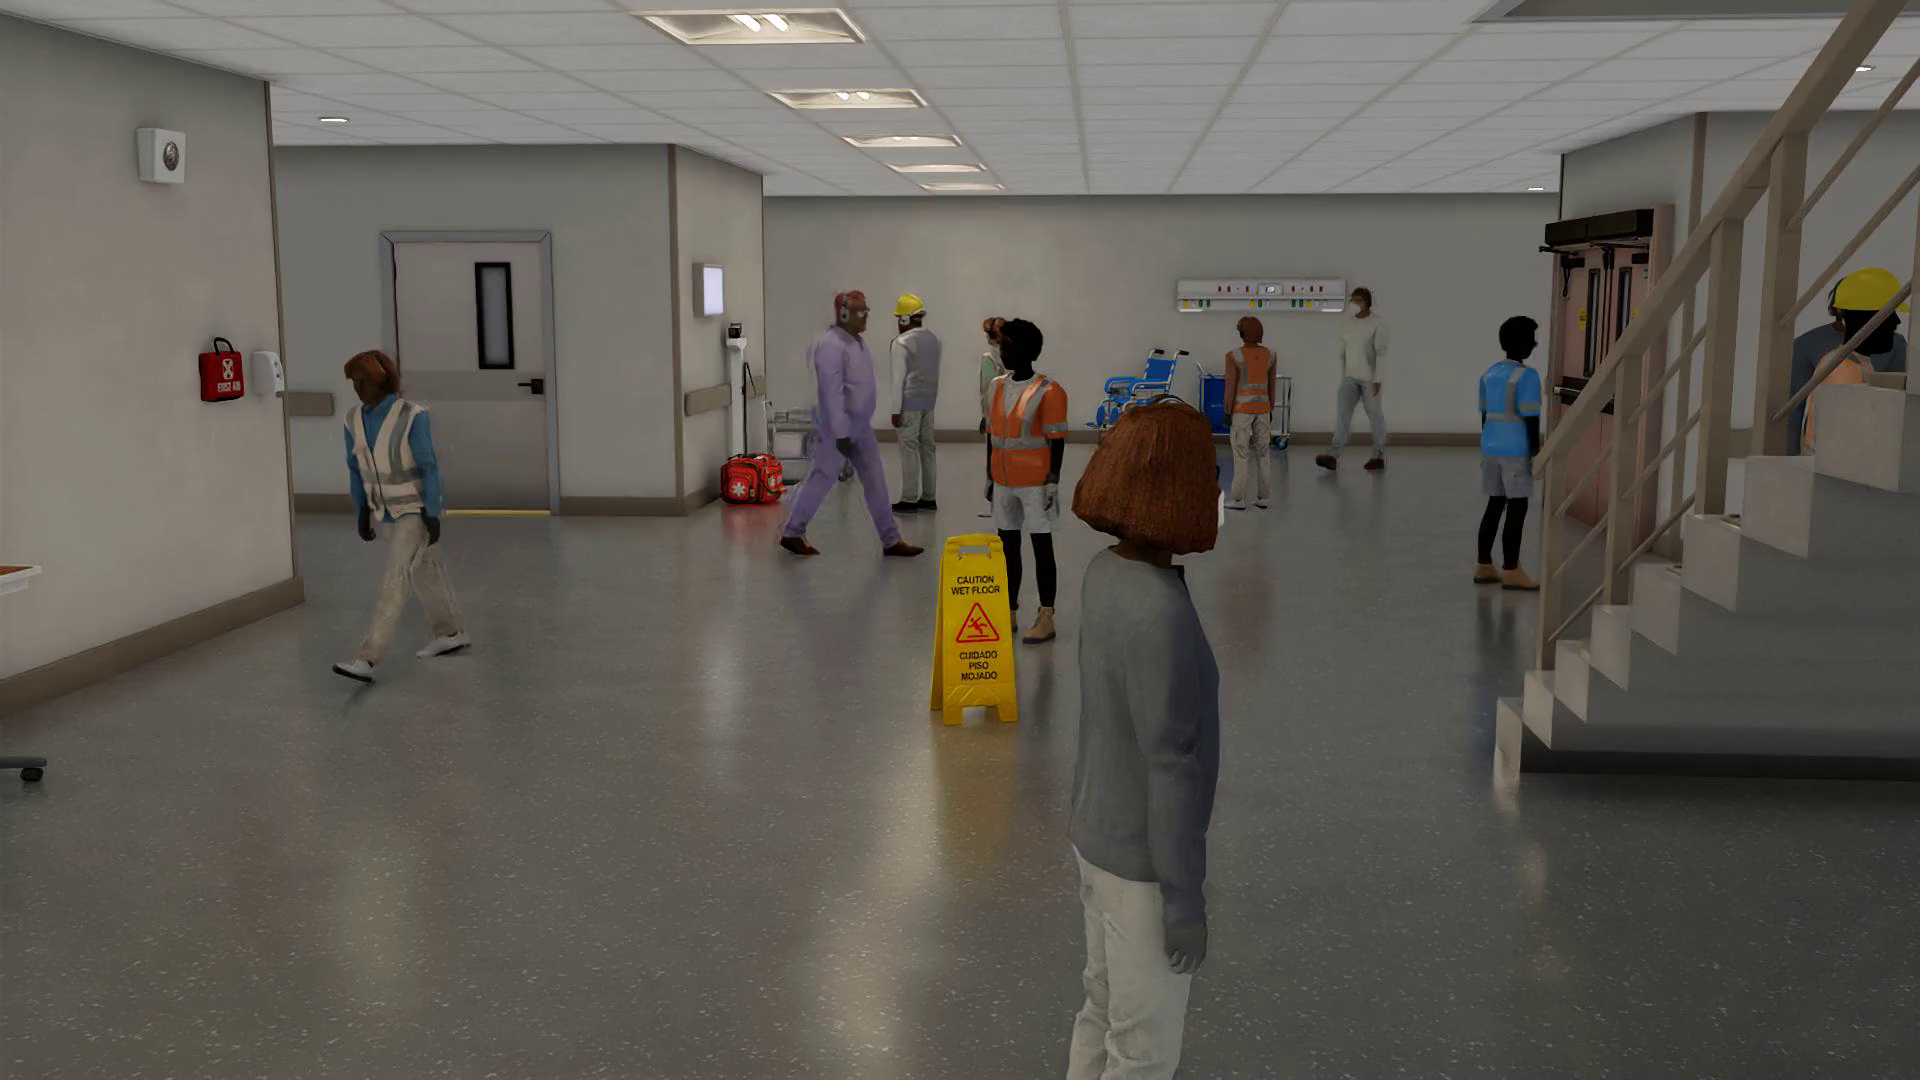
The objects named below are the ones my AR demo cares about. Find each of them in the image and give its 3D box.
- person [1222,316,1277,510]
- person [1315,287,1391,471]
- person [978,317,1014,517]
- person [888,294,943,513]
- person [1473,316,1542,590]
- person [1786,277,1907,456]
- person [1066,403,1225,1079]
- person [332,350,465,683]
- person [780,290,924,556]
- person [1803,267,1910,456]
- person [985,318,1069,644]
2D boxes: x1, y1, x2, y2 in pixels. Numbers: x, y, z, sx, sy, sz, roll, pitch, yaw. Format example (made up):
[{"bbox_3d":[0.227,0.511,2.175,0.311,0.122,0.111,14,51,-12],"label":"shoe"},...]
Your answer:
[{"bbox_3d":[2.454,-1.071,14.101,0.512,1.641,0.307,-4,9,-25],"label":"person"},{"bbox_3d":[4.086,-1.646,17.127,1.003,1.887,0.654,-7,11,-40],"label":"person"},{"bbox_3d":[0.322,-0.999,13.618,0.310,1.638,0.523,5,10,30],"label":"person"},{"bbox_3d":[-0.395,-1.134,13.912,0.403,1.829,0.594,7,11,38],"label":"person"},{"bbox_3d":[3.410,-0.539,10.325,0.316,1.695,0.574,-2,9,-15],"label":"person"},{"bbox_3d":[5.048,-0.538,9.522,0.641,1.928,0.386,2,9,15],"label":"person"},{"bbox_3d":[0.334,0.573,2.942,0.280,1.633,0.502,-1,8,-8],"label":"person"},{"bbox_3d":[-2.708,-0.125,7.960,0.528,1.548,0.988,5,10,28],"label":"person"},{"bbox_3d":[-0.804,-0.796,11.524,1.008,1.860,0.666,3,9,20],"label":"person"},{"bbox_3d":[3.692,-0.157,6.916,0.370,1.927,0.588,4,9,27],"label":"person"},{"bbox_3d":[0.331,-0.310,8.721,0.537,1.699,0.321,8,12,43],"label":"person"}]
